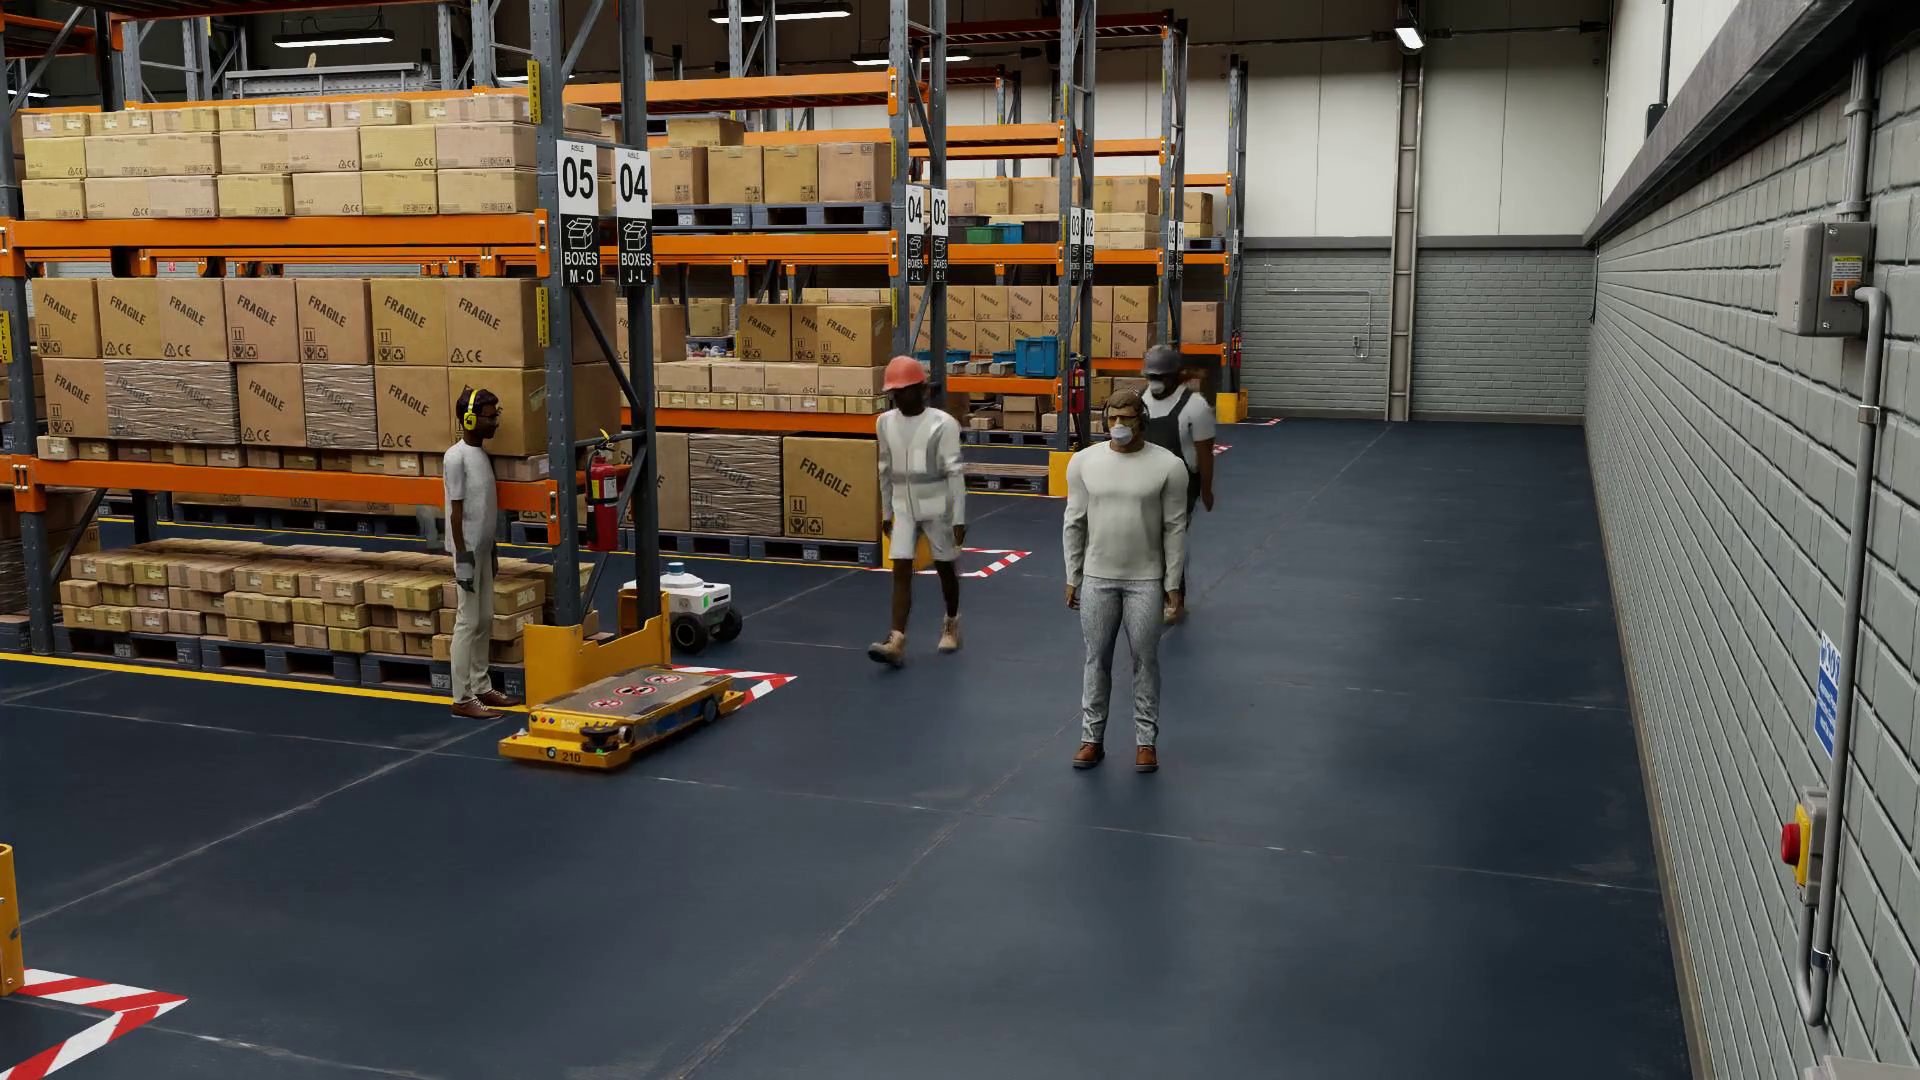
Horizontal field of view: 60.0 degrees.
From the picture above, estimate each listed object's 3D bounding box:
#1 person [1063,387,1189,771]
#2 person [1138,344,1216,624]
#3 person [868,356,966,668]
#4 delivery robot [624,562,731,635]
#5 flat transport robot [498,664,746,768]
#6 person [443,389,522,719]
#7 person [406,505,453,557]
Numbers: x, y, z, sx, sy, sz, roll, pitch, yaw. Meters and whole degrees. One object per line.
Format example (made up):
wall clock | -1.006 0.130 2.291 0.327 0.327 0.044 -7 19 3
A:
person | 0.824 0.201 8.388 0.631 1.939 0.370 2 9 13
person | 1.433 -0.424 11.967 0.694 2.000 0.709 8 12 41
person | -0.266 -0.184 10.683 0.673 1.977 1.076 4 10 25
delivery robot | -1.905 0.395 11.189 0.707 0.478 0.477 4 10 25
flat transport robot | -1.795 0.928 9.029 0.652 0.197 1.431 3 10 21
person | -2.724 0.082 9.394 0.333 1.857 0.509 1 9 5
person | -4.573 -0.754 14.467 0.731 1.892 0.646 0 9 -1
